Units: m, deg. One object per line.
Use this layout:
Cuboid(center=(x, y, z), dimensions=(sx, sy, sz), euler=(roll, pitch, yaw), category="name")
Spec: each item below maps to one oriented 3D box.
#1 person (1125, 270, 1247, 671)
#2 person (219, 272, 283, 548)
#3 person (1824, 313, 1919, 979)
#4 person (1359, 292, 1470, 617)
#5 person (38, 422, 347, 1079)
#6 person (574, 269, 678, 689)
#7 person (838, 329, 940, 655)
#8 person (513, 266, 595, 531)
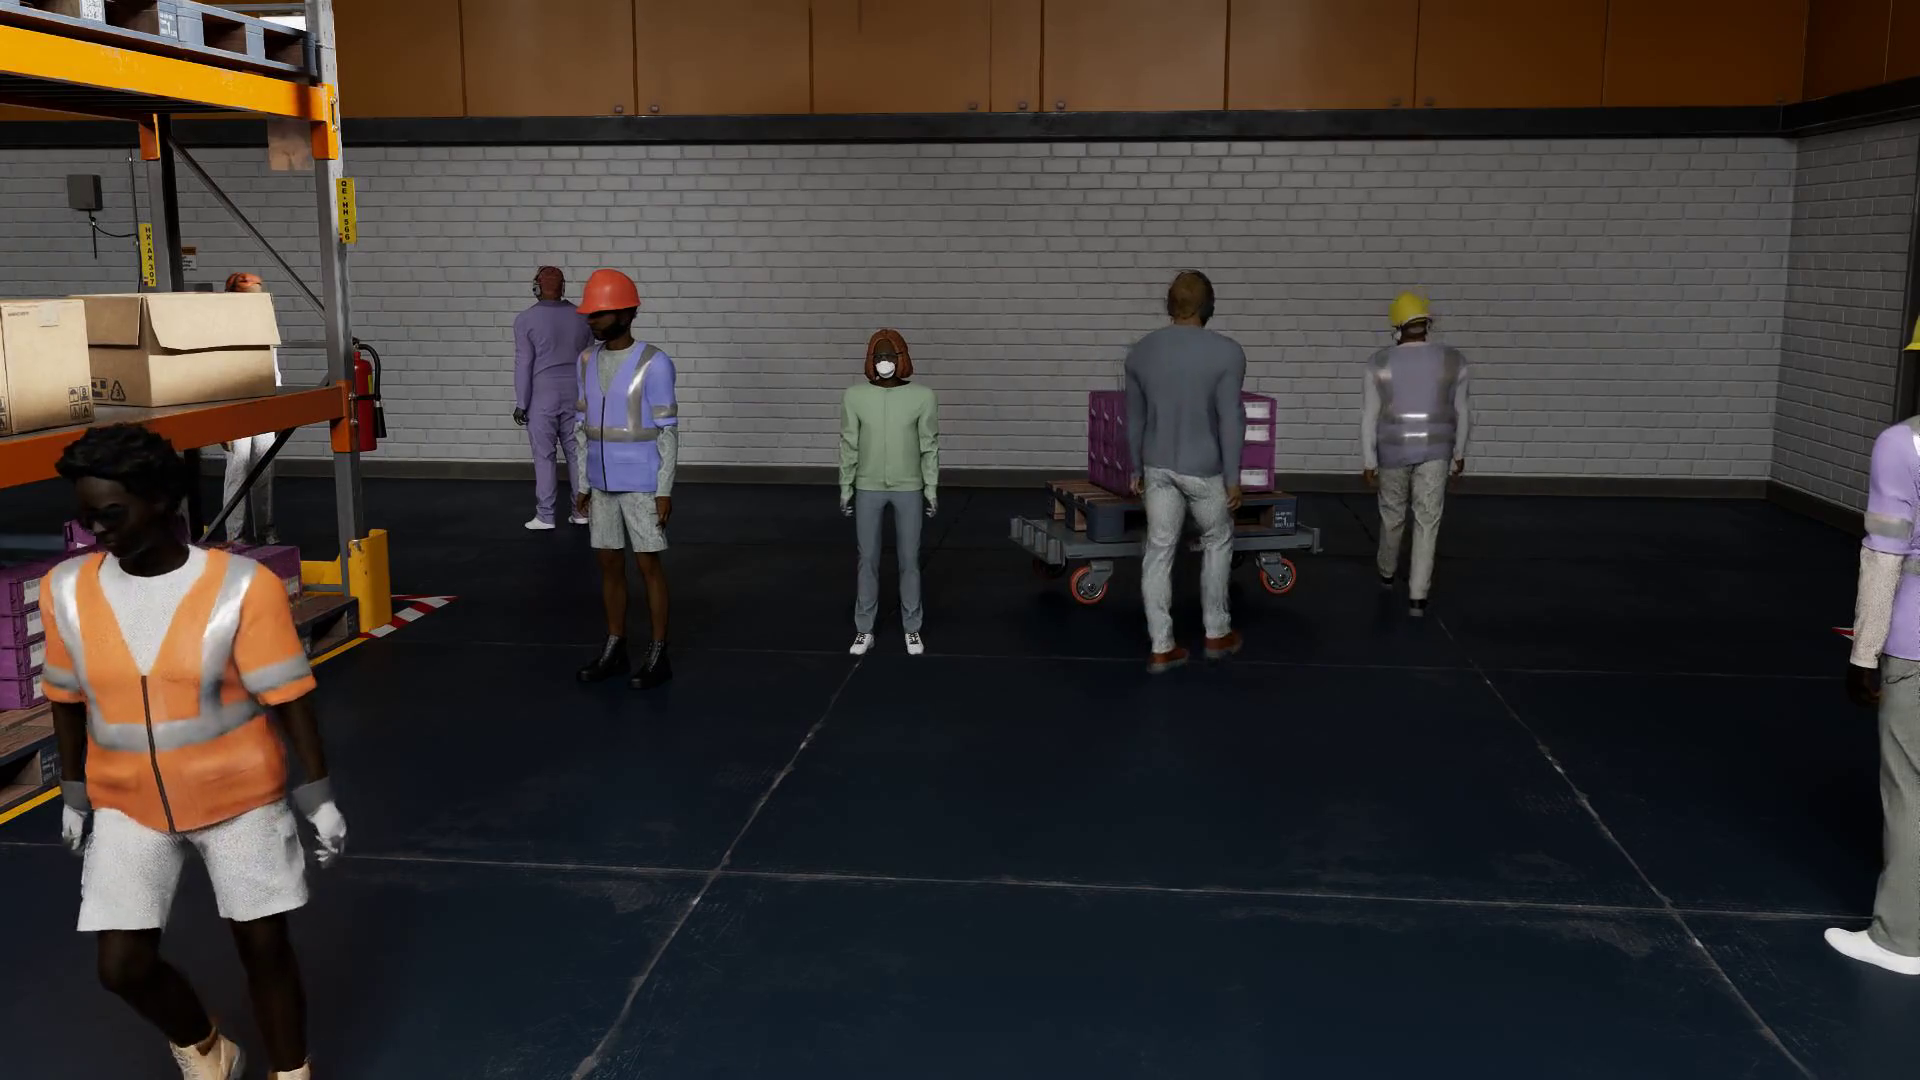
Cuboid(center=(1.150, -0.344, 8.125), dimensions=(0.656, 1.916, 0.767), euler=(6, 12, 32), category="person")
Cuboid(center=(-4.560, -0.766, 10.668), dimensions=(0.351, 1.880, 0.576), euler=(3, 10, 18), category="person")
Cuboid(center=(2.746, 0.265, 4.659), dimensions=(0.588, 1.919, 0.401), euler=(-2, 10, -13), category="person")
Cuboid(center=(2.568, -0.503, 9.429), dimensions=(0.606, 1.765, 0.975), euler=(2, 10, 14), category="person")
Cuboid(center=(-1.632, 0.575, 3.582), dimensions=(0.637, 1.674, 0.369), euler=(-1, 10, -8), category="person")
Cuboid(center=(-1.560, -0.271, 7.666), dimensions=(0.549, 1.933, 0.373), euler=(5, 11, 28), category="person")
Cuboid(center=(-0.356, -0.234, 8.317), dimensions=(0.507, 1.633, 0.277), euler=(0, 10, 1), category="person")
Cuboid(center=(-2.943, -1.020, 12.033), dimensions=(0.651, 1.907, 0.409), euler=(-9, 14, -43), category="person")
